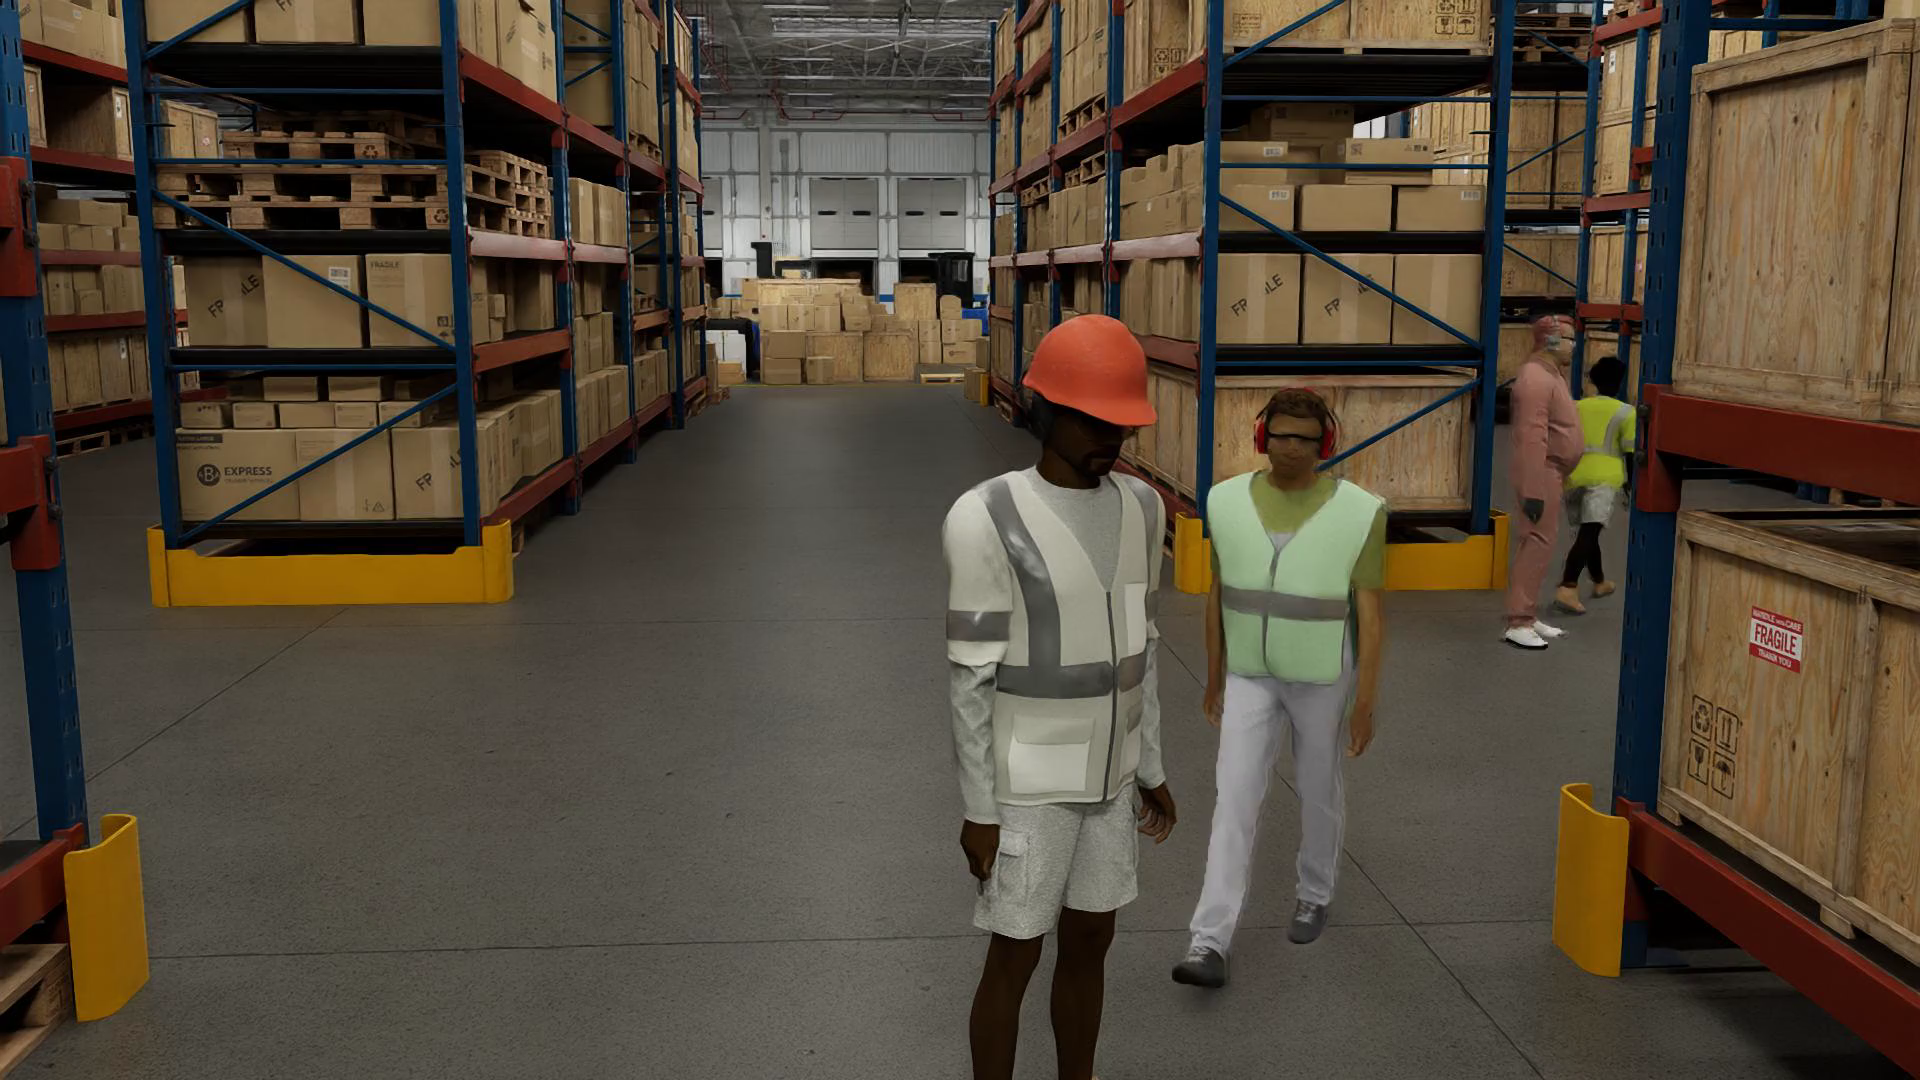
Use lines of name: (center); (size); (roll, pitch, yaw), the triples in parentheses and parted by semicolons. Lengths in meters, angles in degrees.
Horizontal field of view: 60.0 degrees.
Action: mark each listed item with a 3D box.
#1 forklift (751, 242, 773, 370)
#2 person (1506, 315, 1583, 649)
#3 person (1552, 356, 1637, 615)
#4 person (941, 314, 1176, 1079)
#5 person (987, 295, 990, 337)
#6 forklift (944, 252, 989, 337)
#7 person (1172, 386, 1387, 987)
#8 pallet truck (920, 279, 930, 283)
forklift: (-4.251, -5.060, 36.103); (1.873, 2.768, 1.129); (-1, 9, -4)
person: (3.357, -0.330, 9.568); (0.405, 1.888, 0.750); (4, 10, 24)
person: (4.018, -0.359, 10.578); (1.026, 1.611, 0.542); (-8, 12, -41)
person: (0.251, 0.522, 3.702); (0.604, 2.034, 0.386); (-7, 12, -39)
person: (1.026, -6.134, 45.881); (0.548, 1.905, 0.807); (-4, 10, -22)
forklift: (-0.009, -7.506, 51.459); (1.129, 2.768, 1.873); (-5, 10, -30)
person: (0.973, 0.438, 5.008); (0.575, 1.783, 0.981); (5, 10, 27)
pallet truck: (-0.932, -8.922, 63.114); (1.885, 1.965, 0.823); (2, 9, 13)
